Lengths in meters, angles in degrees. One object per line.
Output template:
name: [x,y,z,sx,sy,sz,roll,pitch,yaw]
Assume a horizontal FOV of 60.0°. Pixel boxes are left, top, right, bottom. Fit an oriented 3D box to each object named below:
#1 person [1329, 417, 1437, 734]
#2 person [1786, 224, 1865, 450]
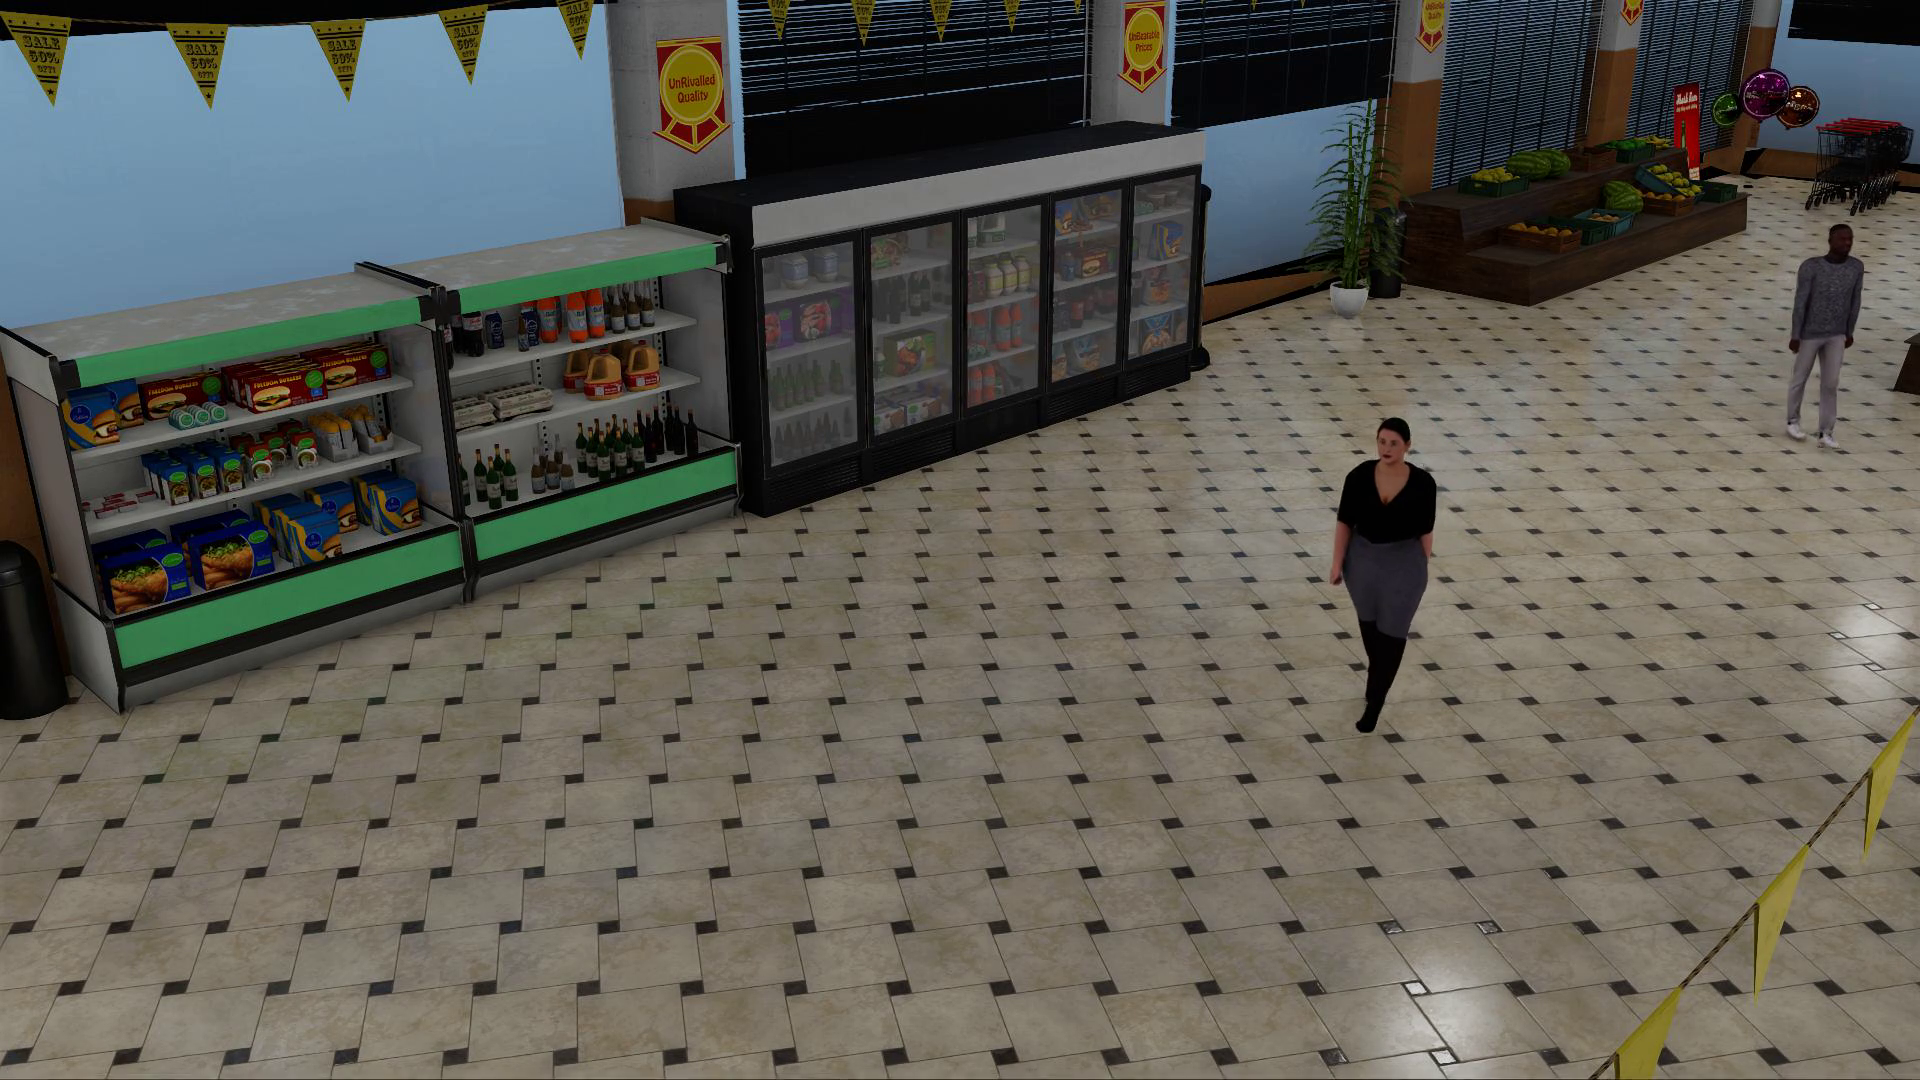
person: [2.362,0.143,9.208,0.855,1.722,1.074,11,24,26]
person: [7.041,-1.698,13.668,1.064,1.812,1.150,2,22,5]
